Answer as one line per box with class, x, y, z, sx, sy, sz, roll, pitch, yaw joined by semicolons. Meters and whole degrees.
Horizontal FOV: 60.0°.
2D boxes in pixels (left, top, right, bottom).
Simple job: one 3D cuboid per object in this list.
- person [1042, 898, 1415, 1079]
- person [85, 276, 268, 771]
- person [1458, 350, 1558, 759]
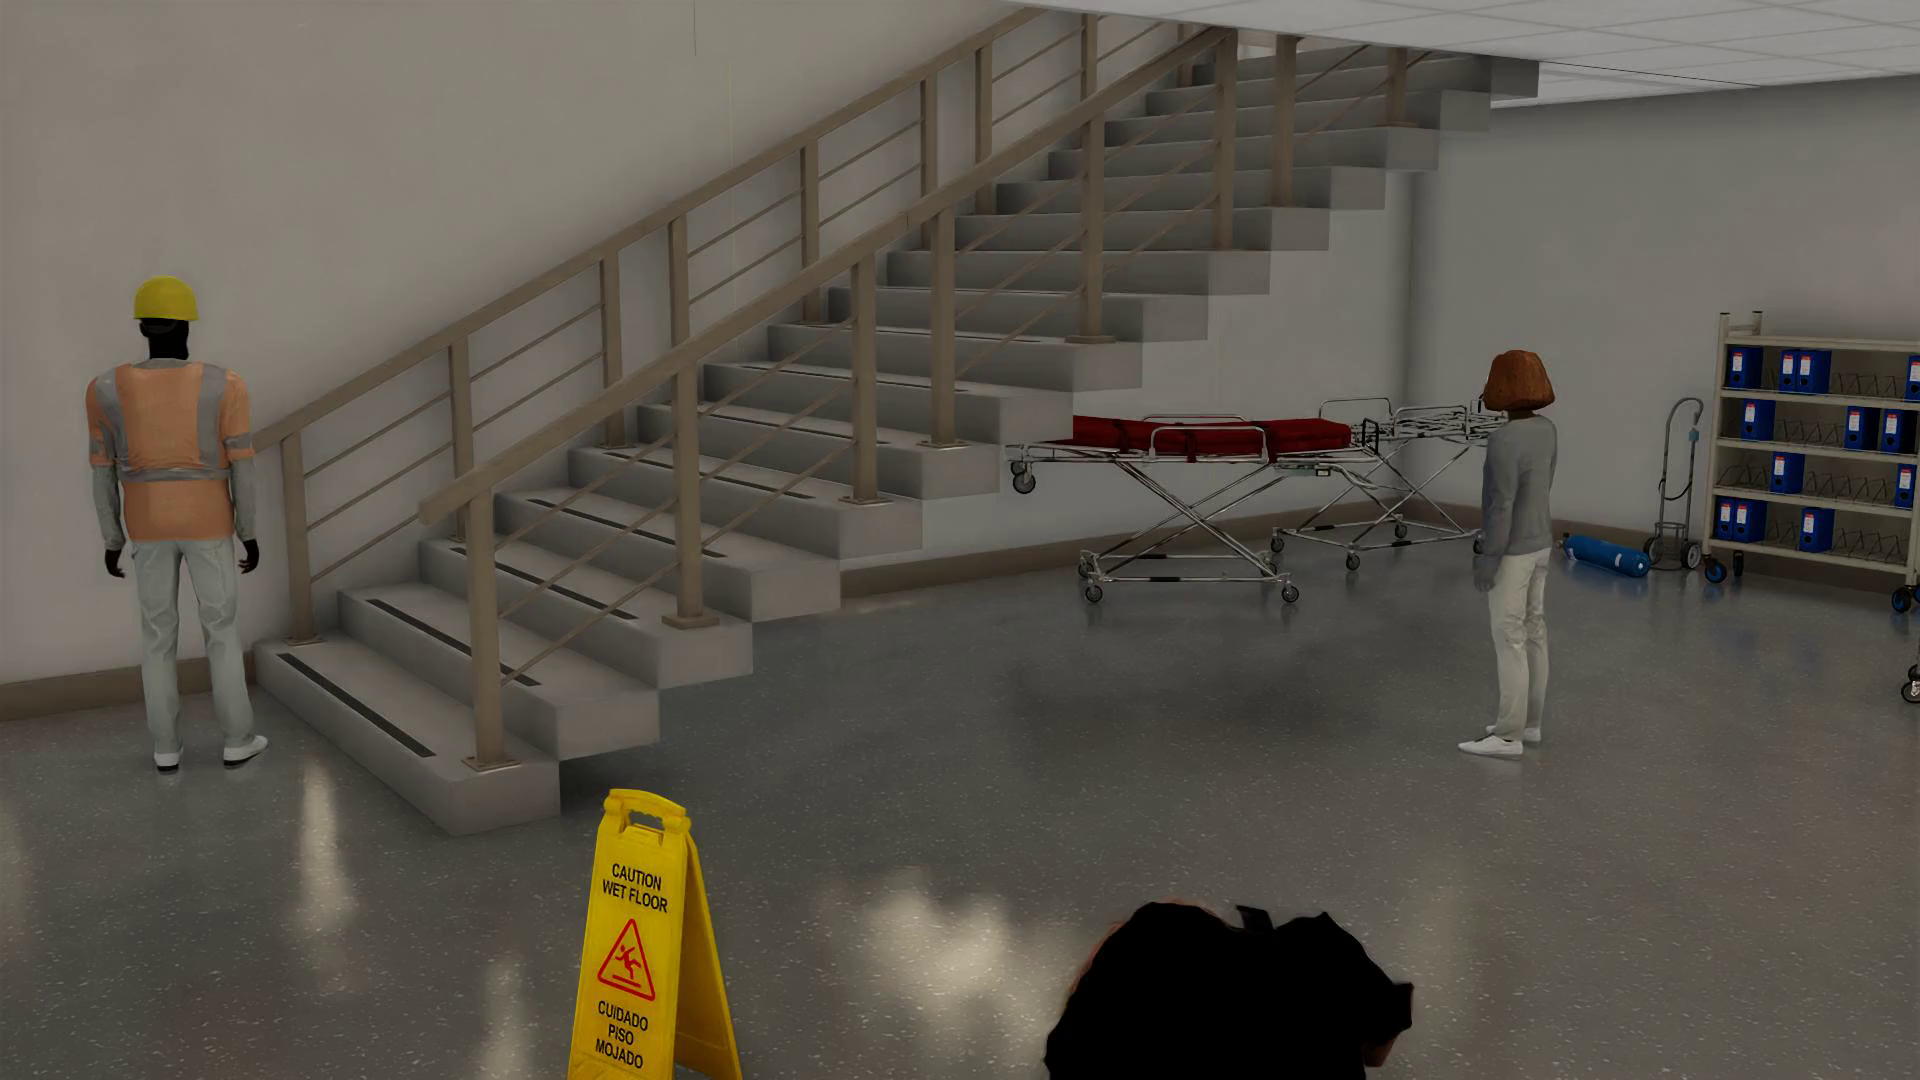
person;0.150;1.022;1.110;0.306;1.639;0.523;3;10;18
person;-3.046;-0.057;6.499;0.589;1.928;0.384;-2;10;-12
person;2.211;0.060;6.665;0.284;1.634;0.498;9;13;41
